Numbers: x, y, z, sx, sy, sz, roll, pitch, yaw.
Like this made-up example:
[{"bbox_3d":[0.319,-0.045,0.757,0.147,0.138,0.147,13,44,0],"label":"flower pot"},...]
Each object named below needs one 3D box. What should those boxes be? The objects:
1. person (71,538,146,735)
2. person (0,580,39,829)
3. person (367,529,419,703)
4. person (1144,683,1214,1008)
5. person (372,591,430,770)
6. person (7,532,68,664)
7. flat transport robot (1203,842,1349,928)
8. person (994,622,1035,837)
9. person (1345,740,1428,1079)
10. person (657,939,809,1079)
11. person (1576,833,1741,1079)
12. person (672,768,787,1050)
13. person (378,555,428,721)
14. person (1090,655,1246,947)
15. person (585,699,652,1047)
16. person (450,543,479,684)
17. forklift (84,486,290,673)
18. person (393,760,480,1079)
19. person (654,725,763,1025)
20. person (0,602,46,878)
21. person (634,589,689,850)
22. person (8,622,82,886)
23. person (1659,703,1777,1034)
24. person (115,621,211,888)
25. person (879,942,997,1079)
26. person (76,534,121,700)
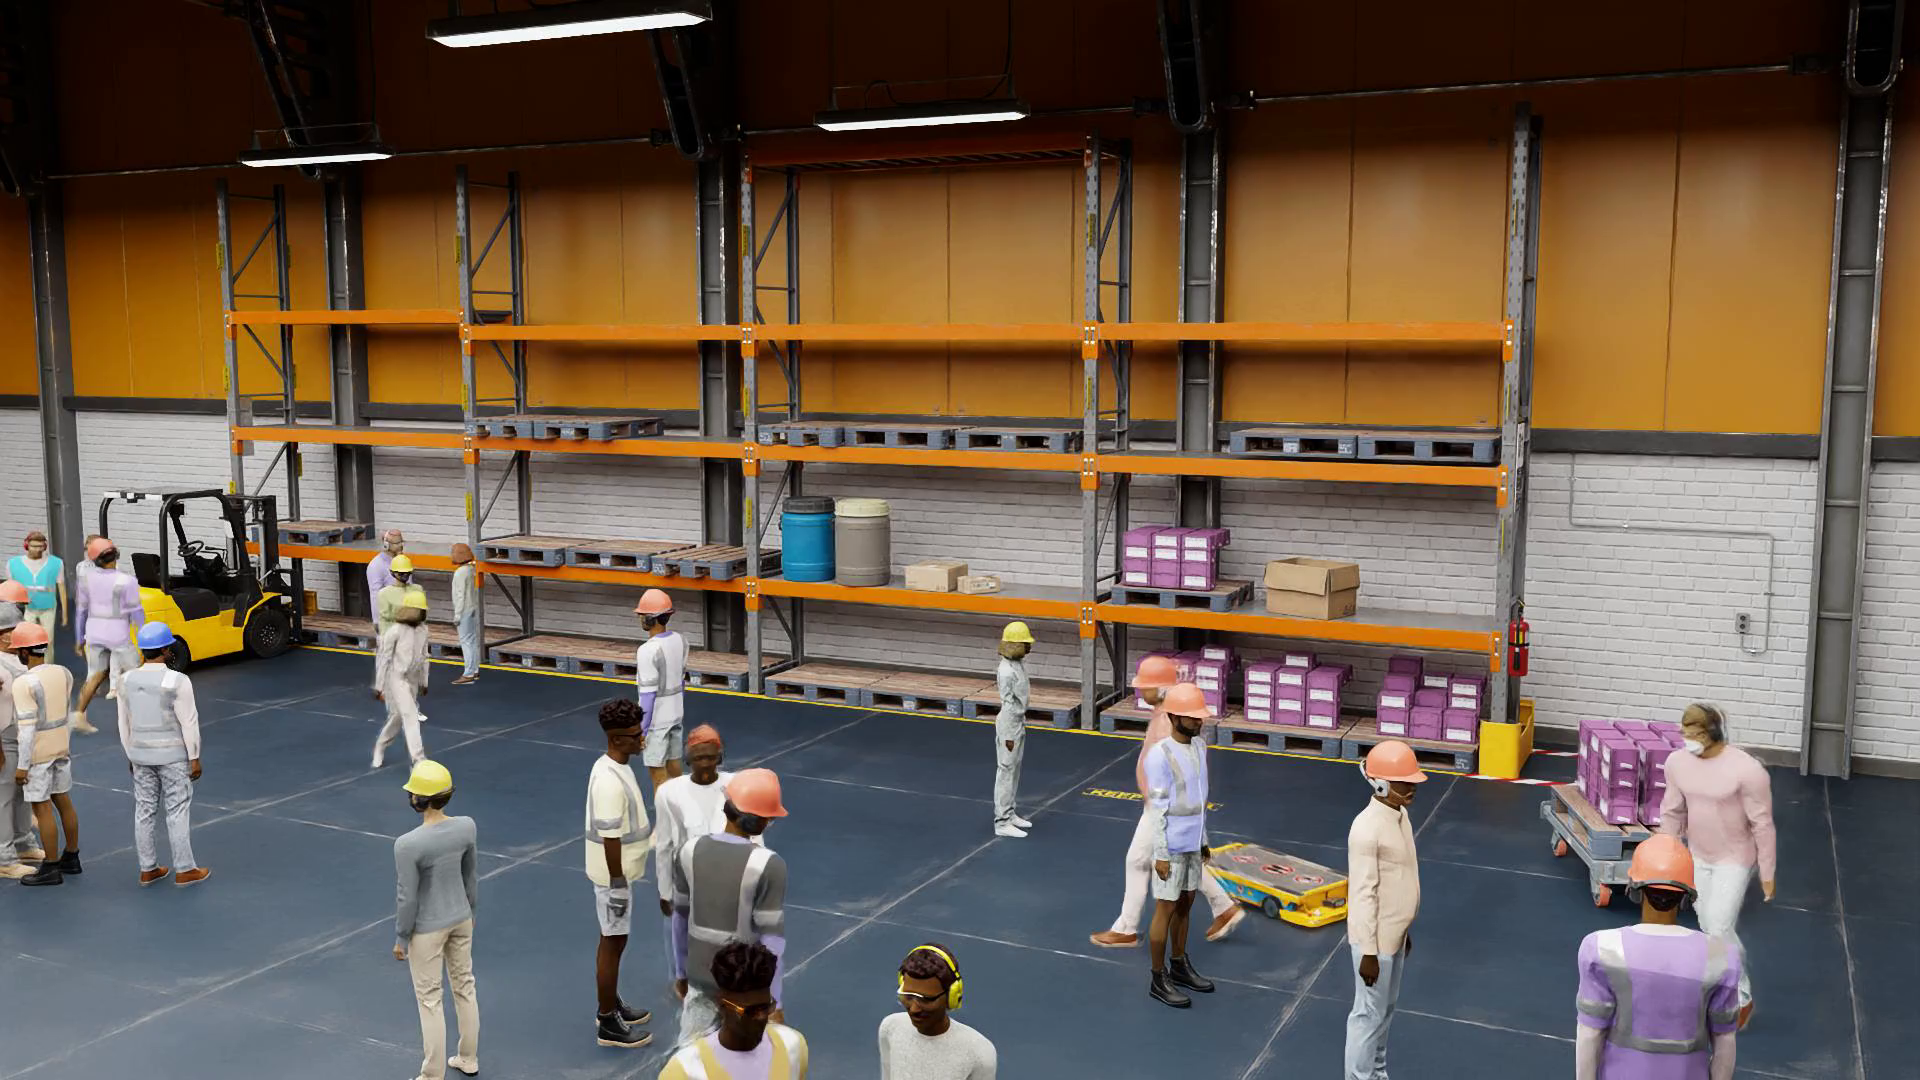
[{"bbox_3d":[-8.522,0.974,16.711,0.711,2.005,0.688,1,7,9],"label":"person"},{"bbox_3d":[-7.668,1.342,13.508,0.613,2.036,0.404,3,7,23],"label":"person"},{"bbox_3d":[-6.200,0.828,18.268,0.402,1.906,0.652,2,7,16],"label":"person"},{"bbox_3d":[1.340,1.812,10.011,0.355,1.938,0.545,5,9,38],"label":"person"},{"bbox_3d":[-5.158,1.297,15.293,0.838,1.689,0.517,3,7,22],"label":"person"},{"bbox_3d":[-10.366,0.820,18.680,0.604,1.810,0.746,-4,8,-27],"label":"person"},{"bbox_3d":[2.190,2.417,11.839,0.652,0.197,1.431,-5,9,-37],"label":"flat transport robot"},{"bbox_3d":[0.441,1.510,13.348,0.320,1.737,0.485,2,7,14],"label":"person"},{"bbox_3d":[2.132,1.983,8.362,0.380,1.994,0.618,4,8,30],"label":"person"},{"bbox_3d":[-0.809,2.321,5.843,0.610,1.940,0.904,-5,8,-35],"label":"person"},{"bbox_3d":[2.741,2.171,6.609,0.607,2.044,0.378,1,7,8],"label":"person"},{"bbox_3d":[-1.086,2.061,7.800,0.659,1.995,0.699,3,8,23],"label":"person"},{"bbox_3d":[-5.748,1.027,17.199,0.312,1.767,0.533,6,9,39],"label":"person"},{"bbox_3d":[1.384,1.704,10.850,0.964,1.954,0.630,1,7,9],"label":"person"},{"bbox_3d":[-1.938,1.865,9.448,0.365,1.964,0.610,-1,7,-10],"label":"person"},{"bbox_3d":[-5.739,0.845,19.242,0.270,1.631,0.509,0,7,0],"label":"person"},{"bbox_3d":[-9.426,0.454,20.179,1.214,2.155,2.313,3,8,26],"label":"forklift"},{"bbox_3d":[-2.780,2.038,8.830,0.302,1.772,0.530,4,8,31],"label":"person"},{"bbox_3d":[-1.404,1.945,9.349,0.593,1.837,0.978,-2,7,-16],"label":"person"},{"bbox_3d":[-7.023,1.470,12.406,0.538,2.000,0.683,-1,7,-8],"label":"person"},{"bbox_3d":[-2.359,1.397,13.000,0.377,2.045,0.605,2,7,20],"label":"person"},{"bbox_3d":[-6.727,1.553,12.158,0.377,1.932,0.551,1,7,6],"label":"person"},{"bbox_3d":[4.365,1.874,9.616,0.461,1.906,0.659,-3,8,-26],"label":"person"},{"bbox_3d":[-5.790,1.557,12.065,0.605,1.951,0.380,1,7,9],"label":"person"},{"bbox_3d":[-0.102,2.341,5.981,0.517,1.860,0.321,5,8,35],"label":"person"},{"bbox_3d":[-9.502,0.848,18.359,0.505,1.844,0.346,0,7,0],"label":"person"}]
